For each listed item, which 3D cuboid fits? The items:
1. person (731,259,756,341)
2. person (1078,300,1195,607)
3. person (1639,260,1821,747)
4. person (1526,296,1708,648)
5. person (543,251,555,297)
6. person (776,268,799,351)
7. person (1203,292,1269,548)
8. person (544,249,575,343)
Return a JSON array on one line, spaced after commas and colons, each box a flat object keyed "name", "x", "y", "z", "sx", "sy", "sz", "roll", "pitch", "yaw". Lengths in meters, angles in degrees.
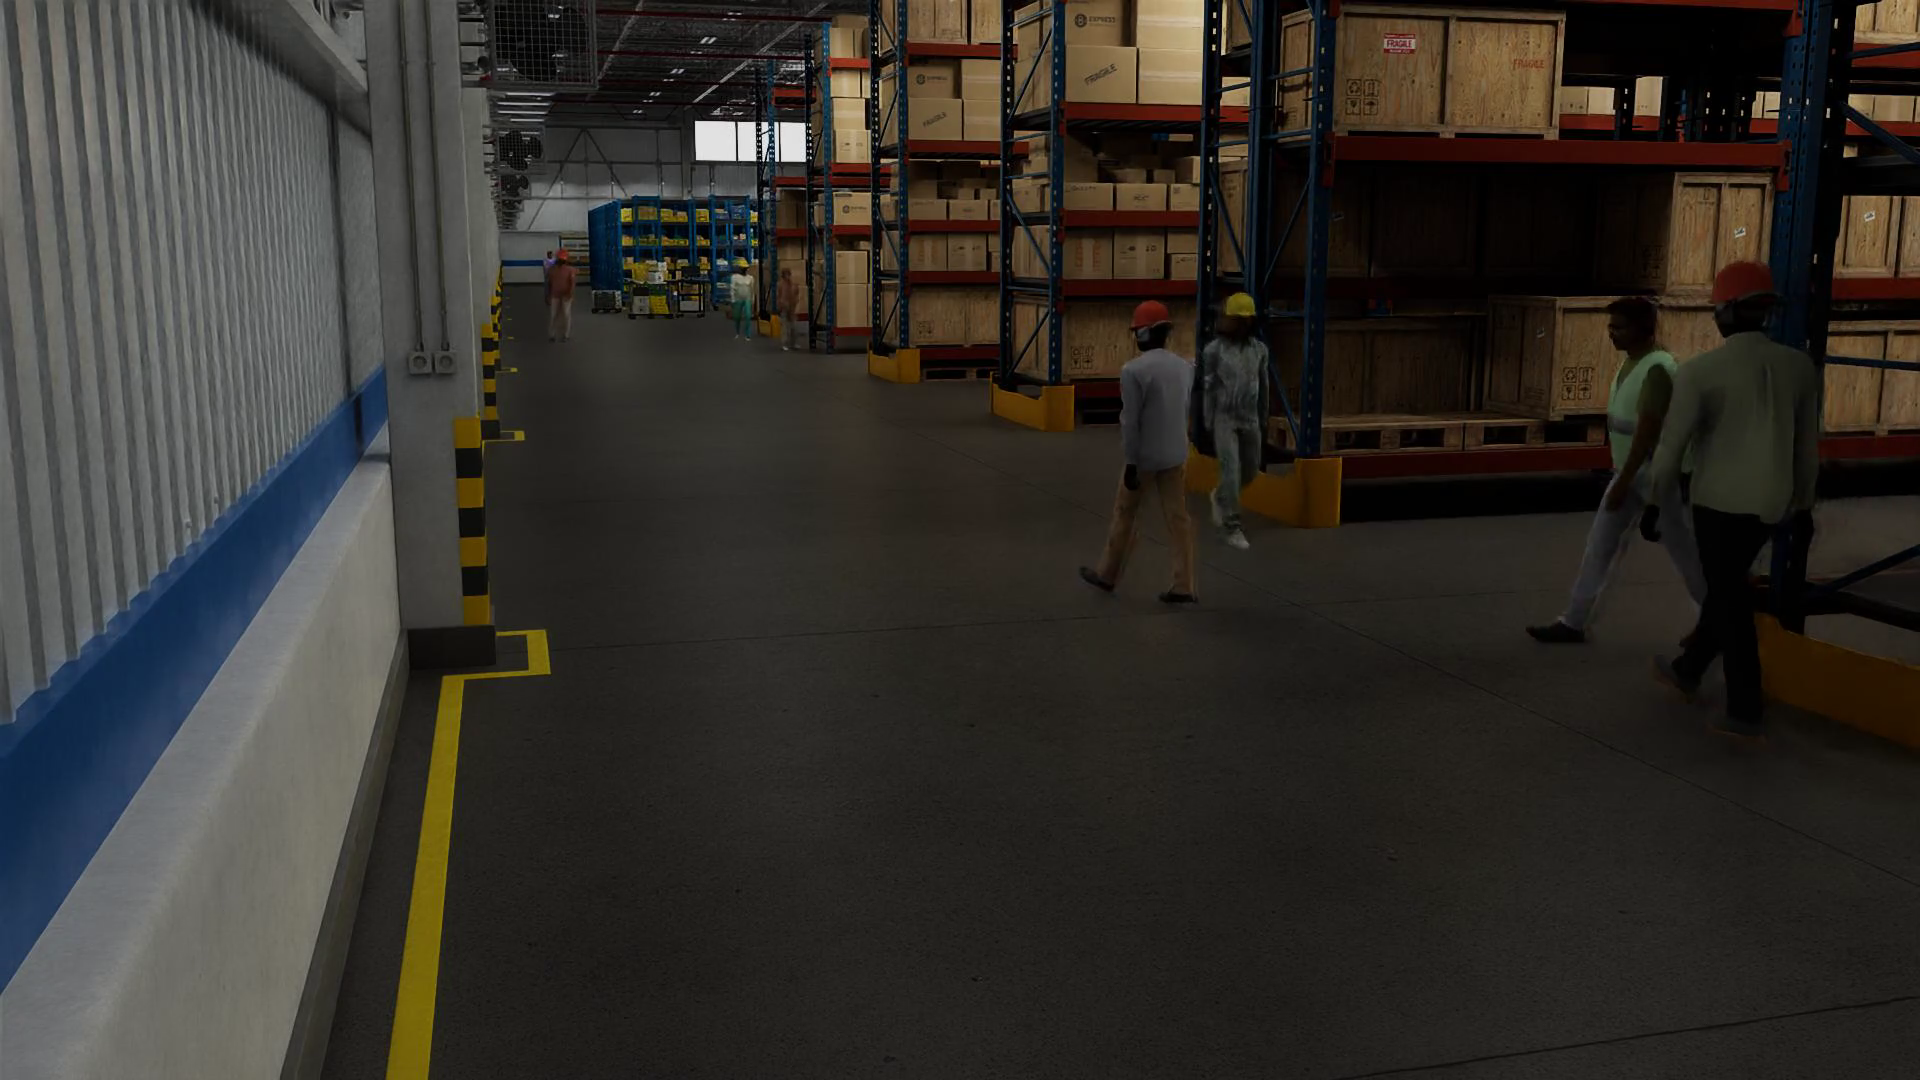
[{"name": "person", "x": -4.660, "y": -5.159, "z": 35.749, "sx": 0.542, "sy": 1.753, "sz": 0.446, "roll": -3, "pitch": 10, "yaw": -16}, {"name": "person", "x": 1.050, "y": -0.500, "z": 9.502, "sx": 0.588, "sy": 1.709, "sz": 0.853, "roll": -7, "pitch": 12, "yaw": -35}, {"name": "person", "x": 3.165, "y": -0.180, "z": 7.004, "sx": 0.652, "sy": 1.951, "sz": 0.961, "roll": -2, "pitch": 10, "yaw": -13}, {"name": "person", "x": 3.459, "y": -0.329, "z": 8.374, "sx": 1.005, "sy": 1.786, "sz": 0.588, "roll": 0, "pitch": 10, "yaw": 0}, {"name": "person", "x": -16.369, "y": -10.587, "z": 66.279, "sx": 0.381, "sy": 1.840, "sz": 0.567, "roll": 7, "pitch": 12, "yaw": 34}, {"name": "person", "x": -3.361, "y": -4.475, "z": 32.288, "sx": 0.532, "sy": 1.609, "sz": 0.506, "roll": -6, "pitch": 12, "yaw": -30}, {"name": "person", "x": 1.860, "y": -0.833, "z": 11.377, "sx": 0.490, "sy": 1.723, "sz": 0.646, "roll": -3, "pitch": 11, "yaw": -19}, {"name": "person", "x": -8.427, "y": -5.121, "z": 34.983, "sx": 0.653, "sy": 1.955, "sz": 0.535, "roll": -3, "pitch": 10, "yaw": -14}]
